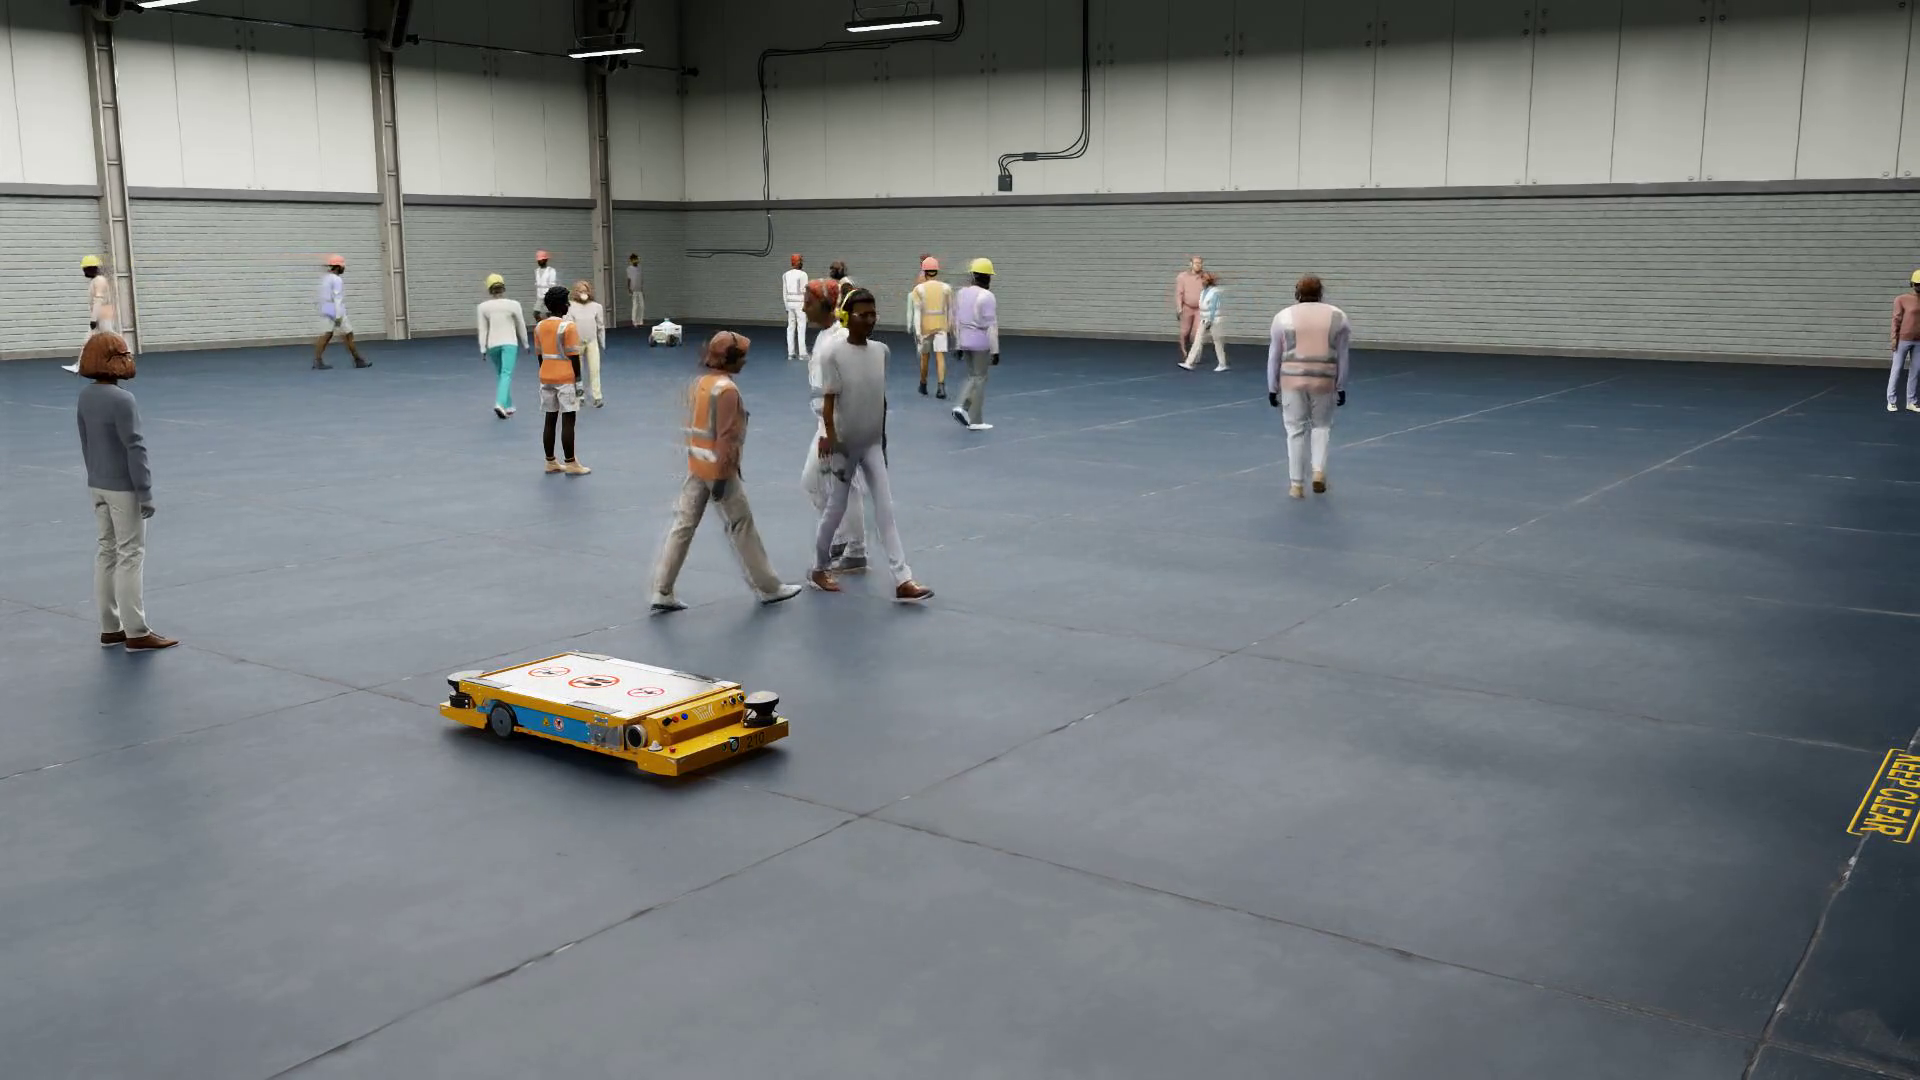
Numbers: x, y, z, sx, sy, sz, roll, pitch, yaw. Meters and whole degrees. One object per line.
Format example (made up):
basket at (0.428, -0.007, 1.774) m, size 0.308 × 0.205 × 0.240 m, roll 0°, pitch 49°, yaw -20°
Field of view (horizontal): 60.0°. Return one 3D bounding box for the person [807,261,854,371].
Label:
person at (-1.930, -3.479, 26.177) m, size 0.974 × 1.785 × 0.646 m, roll -6°, pitch 12°, yaw -30°

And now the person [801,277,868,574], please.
person at (-0.796, -0.708, 10.450) m, size 0.469 × 1.865 × 0.616 m, roll -4°, pitch 11°, yaw -19°

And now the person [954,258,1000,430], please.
person at (0.213, -2.167, 18.477) m, size 0.418 × 1.910 × 0.625 m, roll -8°, pitch 13°, yaw -38°

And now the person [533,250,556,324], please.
person at (-8.685, -5.071, 34.736) m, size 0.552 × 1.923 × 0.470 m, roll 5°, pitch 11°, yaw 24°

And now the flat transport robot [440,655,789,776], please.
flat transport robot at (-1.478, 0.700, 7.023) m, size 1.431 × 0.197 × 0.652 m, roll 7°, pitch 12°, yaw 35°

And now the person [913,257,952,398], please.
person at (-0.366, -2.875, 22.554) m, size 0.549 × 1.891 × 1.011 m, roll -1°, pitch 10°, yaw -8°

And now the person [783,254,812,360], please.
person at (-2.896, -4.151, 29.683) m, size 0.576 × 1.882 × 0.355 m, roll 7°, pitch 12°, yaw 34°

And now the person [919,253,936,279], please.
person at (-0.698, -5.374, 36.572) m, size 0.489 × 1.867 × 0.679 m, roll -2°, pitch 10°, yaw -13°

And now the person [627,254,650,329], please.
person at (-7.863, -6.048, 40.456) m, size 0.459 × 1.829 × 0.589 m, roll 9°, pitch 13°, yaw 41°

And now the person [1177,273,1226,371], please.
person at (3.971, -3.511, 26.908) m, size 0.855 × 1.595 × 0.516 m, roll -5°, pitch 11°, yaw -27°

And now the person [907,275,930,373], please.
person at (-0.562, -3.387, 26.228) m, size 0.521 × 1.583 × 0.873 m, roll 1°, pitch 10°, yaw 3°

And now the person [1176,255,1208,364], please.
person at (4.059, -4.007, 28.884) m, size 0.643 × 1.884 × 0.808 m, roll 0°, pitch 10°, yaw 2°

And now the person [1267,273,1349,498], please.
person at (2.827, -1.249, 13.568) m, size 0.651 × 1.832 × 0.447 m, roll 1°, pitch 10°, yaw 4°

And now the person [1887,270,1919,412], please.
person at (11.753, -2.452, 20.515) m, size 0.523 × 1.760 × 0.327 m, roll 0°, pitch 10°, yaw 1°

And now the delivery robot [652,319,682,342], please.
delivery robot at (-5.895, -4.210, 33.466) m, size 0.477 × 0.478 × 0.707 m, roll 3°, pitch 11°, yaw 18°

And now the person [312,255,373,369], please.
person at (-10.301, -3.757, 27.478) m, size 0.986 × 1.889 × 0.561 m, roll -9°, pitch 14°, yaw -42°

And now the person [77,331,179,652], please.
person at (-4.287, -0.246, 8.498) m, size 0.500 × 1.636 × 0.285 m, roll 7°, pitch 12°, yaw 34°

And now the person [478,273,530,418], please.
person at (-5.507, -2.332, 19.958) m, size 0.533 × 1.726 × 0.908 m, roll 1°, pitch 10°, yaw 6°

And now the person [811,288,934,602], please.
person at (-0.573, -0.548, 9.677) m, size 0.522 × 1.817 × 0.982 m, roll -7°, pitch 12°, yaw -35°

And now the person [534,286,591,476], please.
person at (-3.578, -1.421, 14.912) m, size 0.535 × 1.697 × 0.318 m, roll 7°, pitch 12°, yaw 34°

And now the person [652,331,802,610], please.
person at (-1.370, -0.383, 9.408) m, size 0.898 × 1.582 × 0.524 m, roll -6°, pitch 12°, yaw -31°

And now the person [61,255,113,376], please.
person at (-13.552, -3.493, 25.997) m, size 0.969 × 1.873 × 0.615 m, roll -8°, pitch 13°, yaw -36°

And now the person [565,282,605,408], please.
person at (-4.702, -2.444, 20.935) m, size 0.506 × 1.585 × 0.821 m, roll -4°, pitch 11°, yaw -22°
